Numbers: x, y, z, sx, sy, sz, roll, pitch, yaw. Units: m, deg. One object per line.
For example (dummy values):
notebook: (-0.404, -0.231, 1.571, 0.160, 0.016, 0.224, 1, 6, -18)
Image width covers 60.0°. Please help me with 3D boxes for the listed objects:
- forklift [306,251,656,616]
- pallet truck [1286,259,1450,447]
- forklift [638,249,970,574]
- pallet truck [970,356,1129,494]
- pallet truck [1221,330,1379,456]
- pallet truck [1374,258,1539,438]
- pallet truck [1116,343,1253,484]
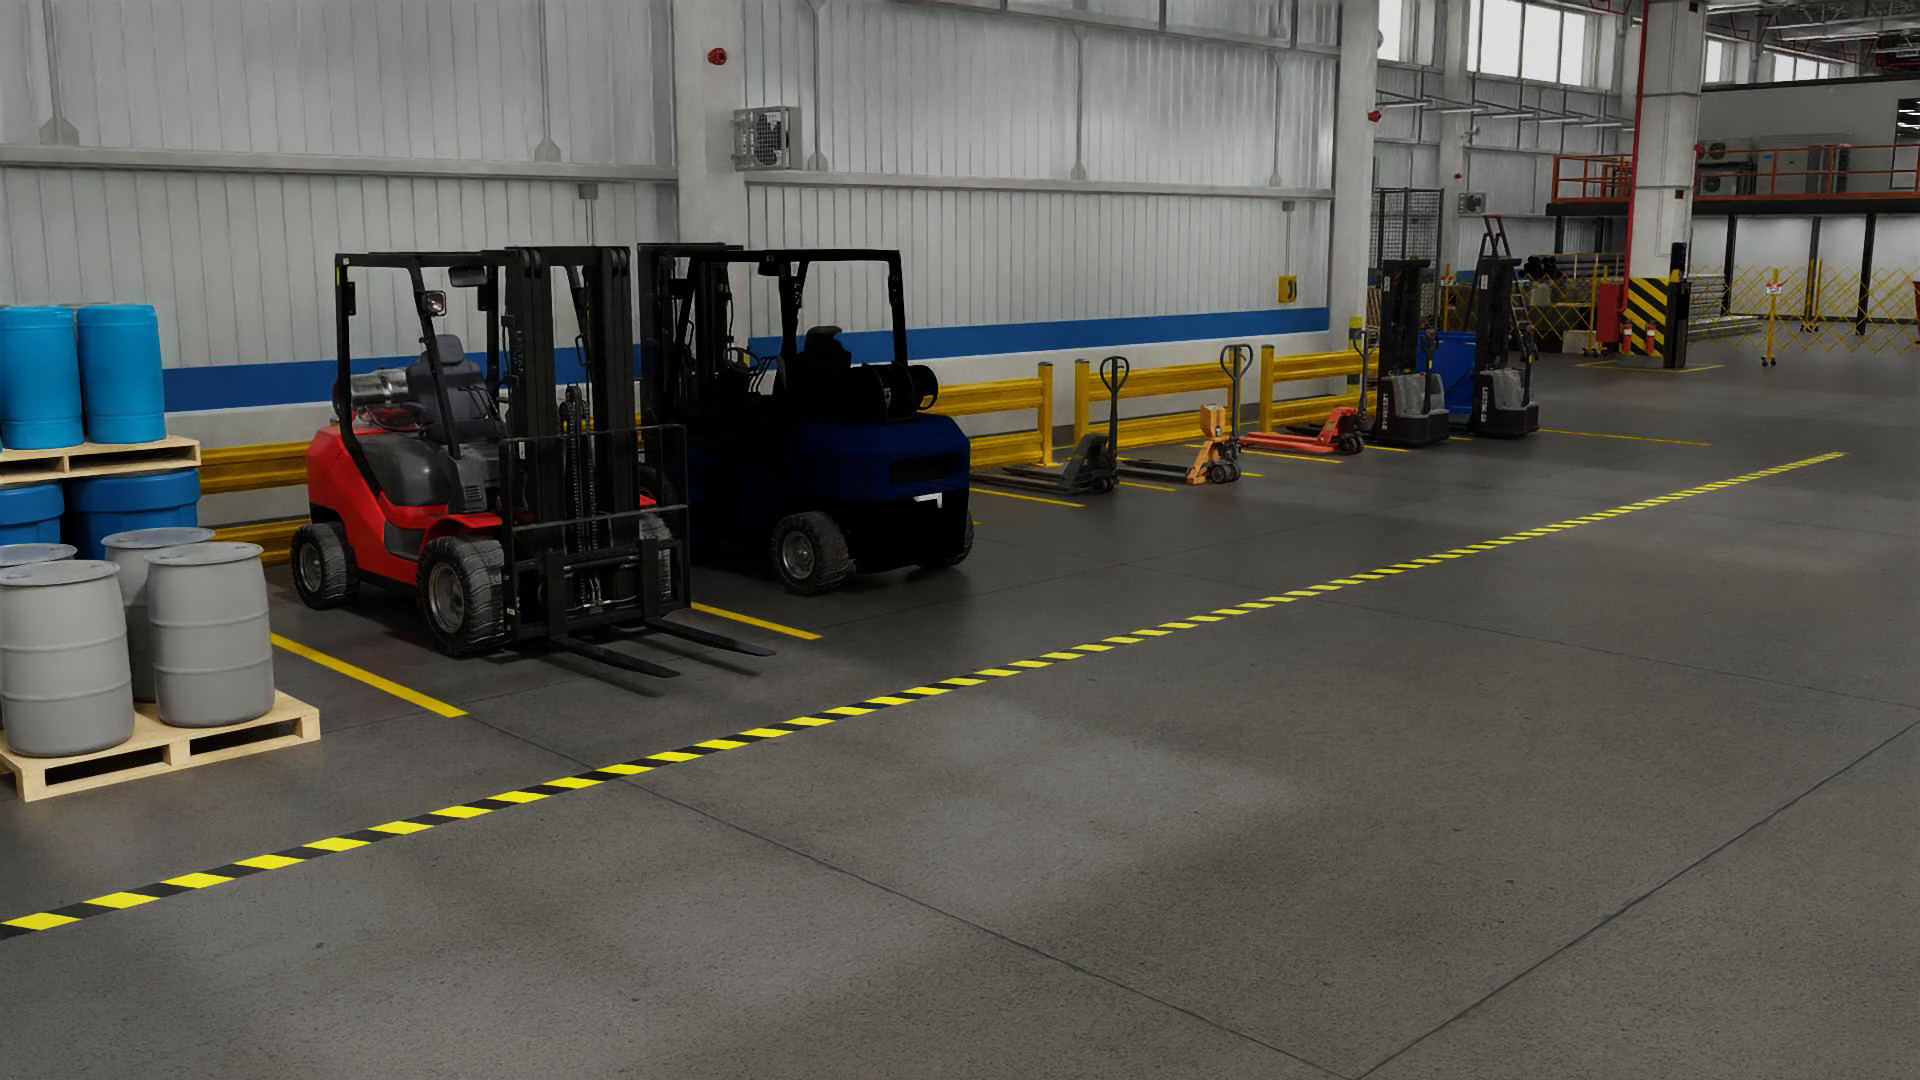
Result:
forklift: (-2.833, -0.669, 9.694, 1.157, 1.987, 2.680, -10, 14, -44)
pallet truck: (4.493, -2.078, 18.196, 0.823, 1.965, 1.885, -9, 14, -40)
forklift: (-1.173, -0.958, 11.239, 2.680, 1.987, 1.157, 10, 14, 43)
pallet truck: (0.784, -1.085, 14.876, 0.680, 1.201, 1.601, -10, 14, -44)
pallet truck: (3.563, -1.581, 17.381, 0.653, 1.274, 1.630, -10, 14, -44)
pallet truck: (5.704, -2.208, 18.901, 1.885, 1.965, 0.823, 10, 14, 43)
pallet truck: (1.962, -1.215, 15.415, 1.522, 1.261, 0.704, 10, 14, 43)
